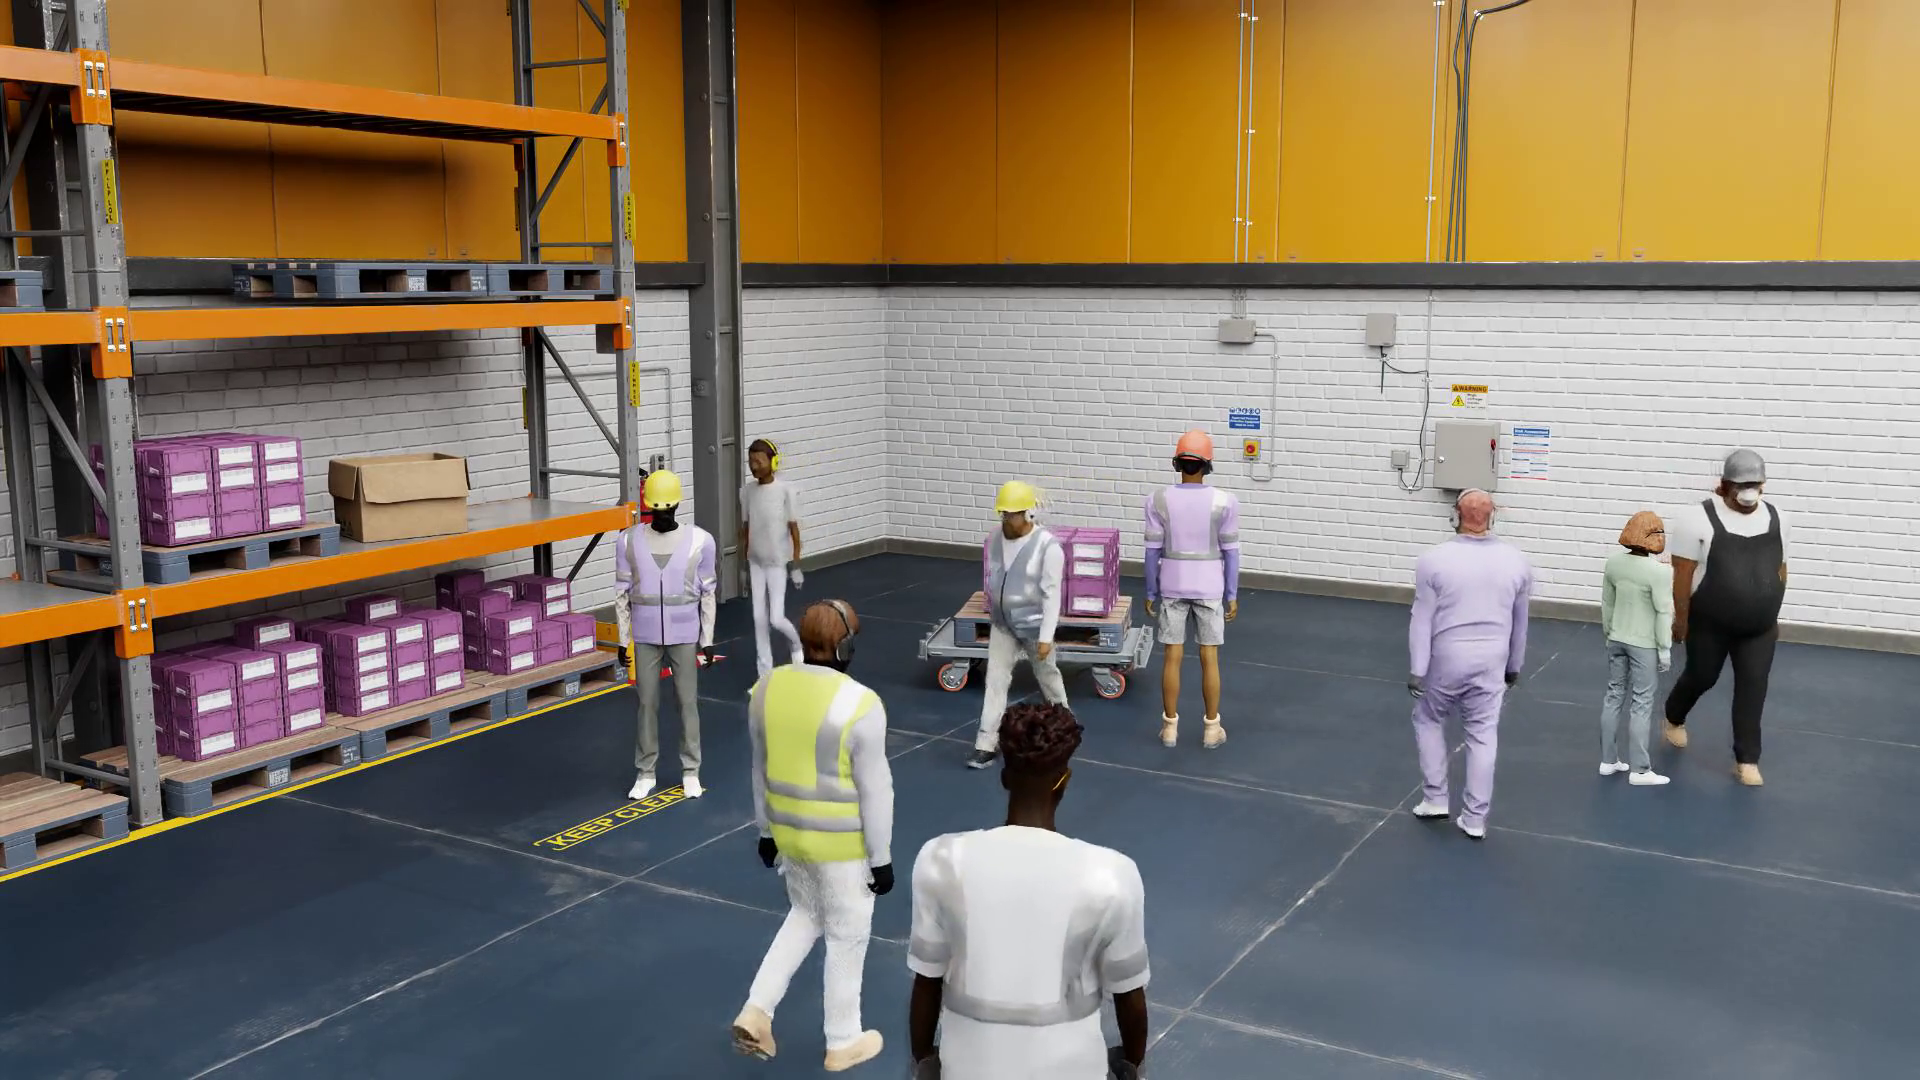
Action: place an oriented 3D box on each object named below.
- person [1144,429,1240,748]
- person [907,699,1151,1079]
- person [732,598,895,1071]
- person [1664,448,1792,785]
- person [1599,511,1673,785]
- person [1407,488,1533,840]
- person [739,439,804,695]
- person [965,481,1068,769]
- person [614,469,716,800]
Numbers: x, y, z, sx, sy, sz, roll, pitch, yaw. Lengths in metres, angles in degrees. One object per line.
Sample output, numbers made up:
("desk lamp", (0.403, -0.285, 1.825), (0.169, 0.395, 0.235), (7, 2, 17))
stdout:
("person", (1.479, 0.315, 10.643), (0.605, 2.045, 0.378), (2, 9, 12))
("person", (0.184, 1.368, 4.382), (0.632, 1.940, 0.595), (2, 9, 11))
("person", (-0.535, 1.130, 6.232), (0.636, 1.828, 0.530), (7, 12, 39))
("person", (4.659, 0.399, 10.132), (0.694, 2.000, 0.863), (1, 9, 4))
("person", (4.036, 0.636, 9.918), (0.281, 1.634, 0.498), (-4, 10, -23))
("person", (2.723, 0.654, 9.022), (0.672, 1.885, 0.609), (0, 9, -3))
("person", (-1.353, 0.183, 12.055), (0.546, 1.857, 0.534), (5, 10, 27))
("person", (0.401, 0.499, 10.351), (0.607, 1.782, 0.967), (7, 11, 37))
("person", (-1.695, 0.544, 9.594), (0.586, 1.923, 0.371), (-1, 9, -3))
